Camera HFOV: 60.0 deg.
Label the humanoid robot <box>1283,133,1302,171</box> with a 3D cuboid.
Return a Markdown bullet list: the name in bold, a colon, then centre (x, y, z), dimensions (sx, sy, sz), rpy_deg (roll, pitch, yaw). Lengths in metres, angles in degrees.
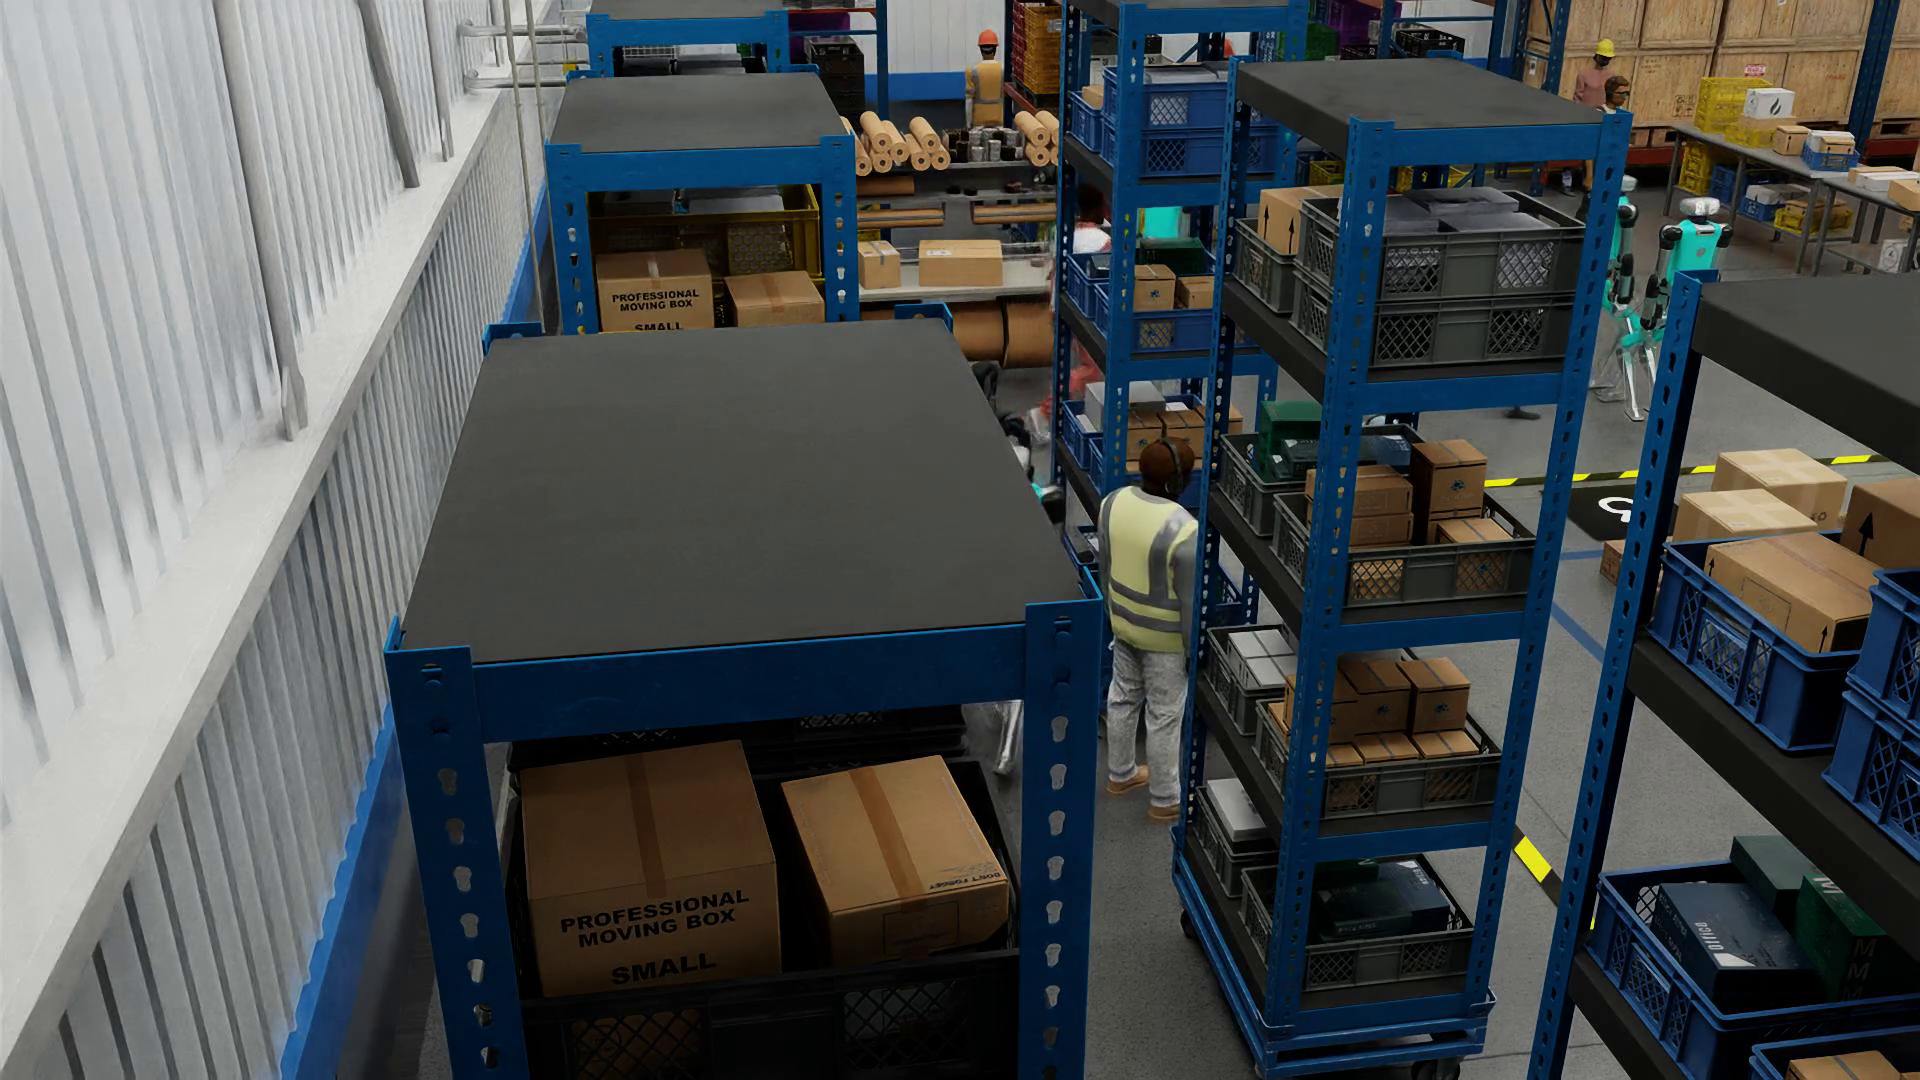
- **humanoid robot**: centre (3.772, -4.769, 18.969), dimensions (0.658, 1.850, 0.546), rpy_deg (11, 27, 23)

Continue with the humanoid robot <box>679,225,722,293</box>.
- **humanoid robot**: centre (-2.273, -2.885, 14.919), dimensions (0.601, 1.626, 0.750), rpy_deg (-4, 25, -9)

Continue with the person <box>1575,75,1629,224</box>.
- **person**: centre (6.260, -3.610, 16.275), dimensions (0.507, 1.839, 0.338), rpy_deg (-22, 33, -40)

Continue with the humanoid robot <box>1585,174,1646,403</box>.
- **humanoid robot**: centre (5.084, -1.931, 12.708), dimensions (0.722, 1.768, 0.530), rpy_deg (-6, 25, -14)

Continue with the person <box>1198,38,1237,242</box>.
- **person**: centre (2.615, -4.107, 17.102), dimensions (0.367, 2.048, 0.606), rpy_deg (-5, 25, -10)

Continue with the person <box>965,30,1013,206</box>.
- **person**: centre (0.318, -4.651, 18.423), dimensions (0.541, 1.929, 0.364), rpy_deg (-3, 25, -6)

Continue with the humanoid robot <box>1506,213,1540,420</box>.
- **humanoid robot**: centre (4.103, -1.725, 12.401), dimensions (0.612, 1.650, 0.583), rpy_deg (4, 25, 8)

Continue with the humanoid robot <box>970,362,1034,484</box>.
- **humanoid robot**: centre (0.143, -0.139, 8.918), dimensions (0.596, 1.655, 0.396), rpy_deg (10, 27, 21)

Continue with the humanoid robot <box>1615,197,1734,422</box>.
- **humanoid robot**: centre (5.108, -1.714, 12.107), dimensions (0.533, 1.677, 0.735), rpy_deg (-4, 25, -9)

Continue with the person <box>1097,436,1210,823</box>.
- **person**: centre (0.892, 0.403, 7.539), dimensions (0.431, 1.845, 0.620), rpy_deg (-17, 30, -32)

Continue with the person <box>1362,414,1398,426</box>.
- **person**: centre (1.894, 0.254, 7.851), dimensions (0.598, 1.850, 0.383), rpy_deg (-4, 25, -8)

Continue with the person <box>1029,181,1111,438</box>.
- **person**: centre (0.839, -1.617, 11.873), dimensions (0.822, 1.894, 0.600), rpy_deg (-14, 28, -28)

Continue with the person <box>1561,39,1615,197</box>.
- **person**: centre (7.198, -4.806, 18.965), dimensions (0.522, 1.761, 0.337), rpy_deg (-6, 25, -12)

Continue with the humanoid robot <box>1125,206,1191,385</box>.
- **humanoid robot**: centre (1.437, -1.913, 12.832), dimensions (0.549, 1.868, 0.756), rpy_deg (12, 27, 24)

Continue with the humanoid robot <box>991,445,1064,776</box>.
- **humanoid robot**: centre (0.216, 0.248, 8.027), dimensions (0.565, 1.735, 0.958), rpy_deg (0, 25, -1)

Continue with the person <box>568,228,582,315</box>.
- **person**: centre (-2.680, -1.843, 12.407), dimensions (0.513, 1.857, 0.335), rpy_deg (-16, 29, -31)

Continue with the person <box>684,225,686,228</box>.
- **person**: centre (-2.977, -3.993, 17.214), dimensions (0.484, 1.743, 0.295), rpy_deg (2, 25, 5)
